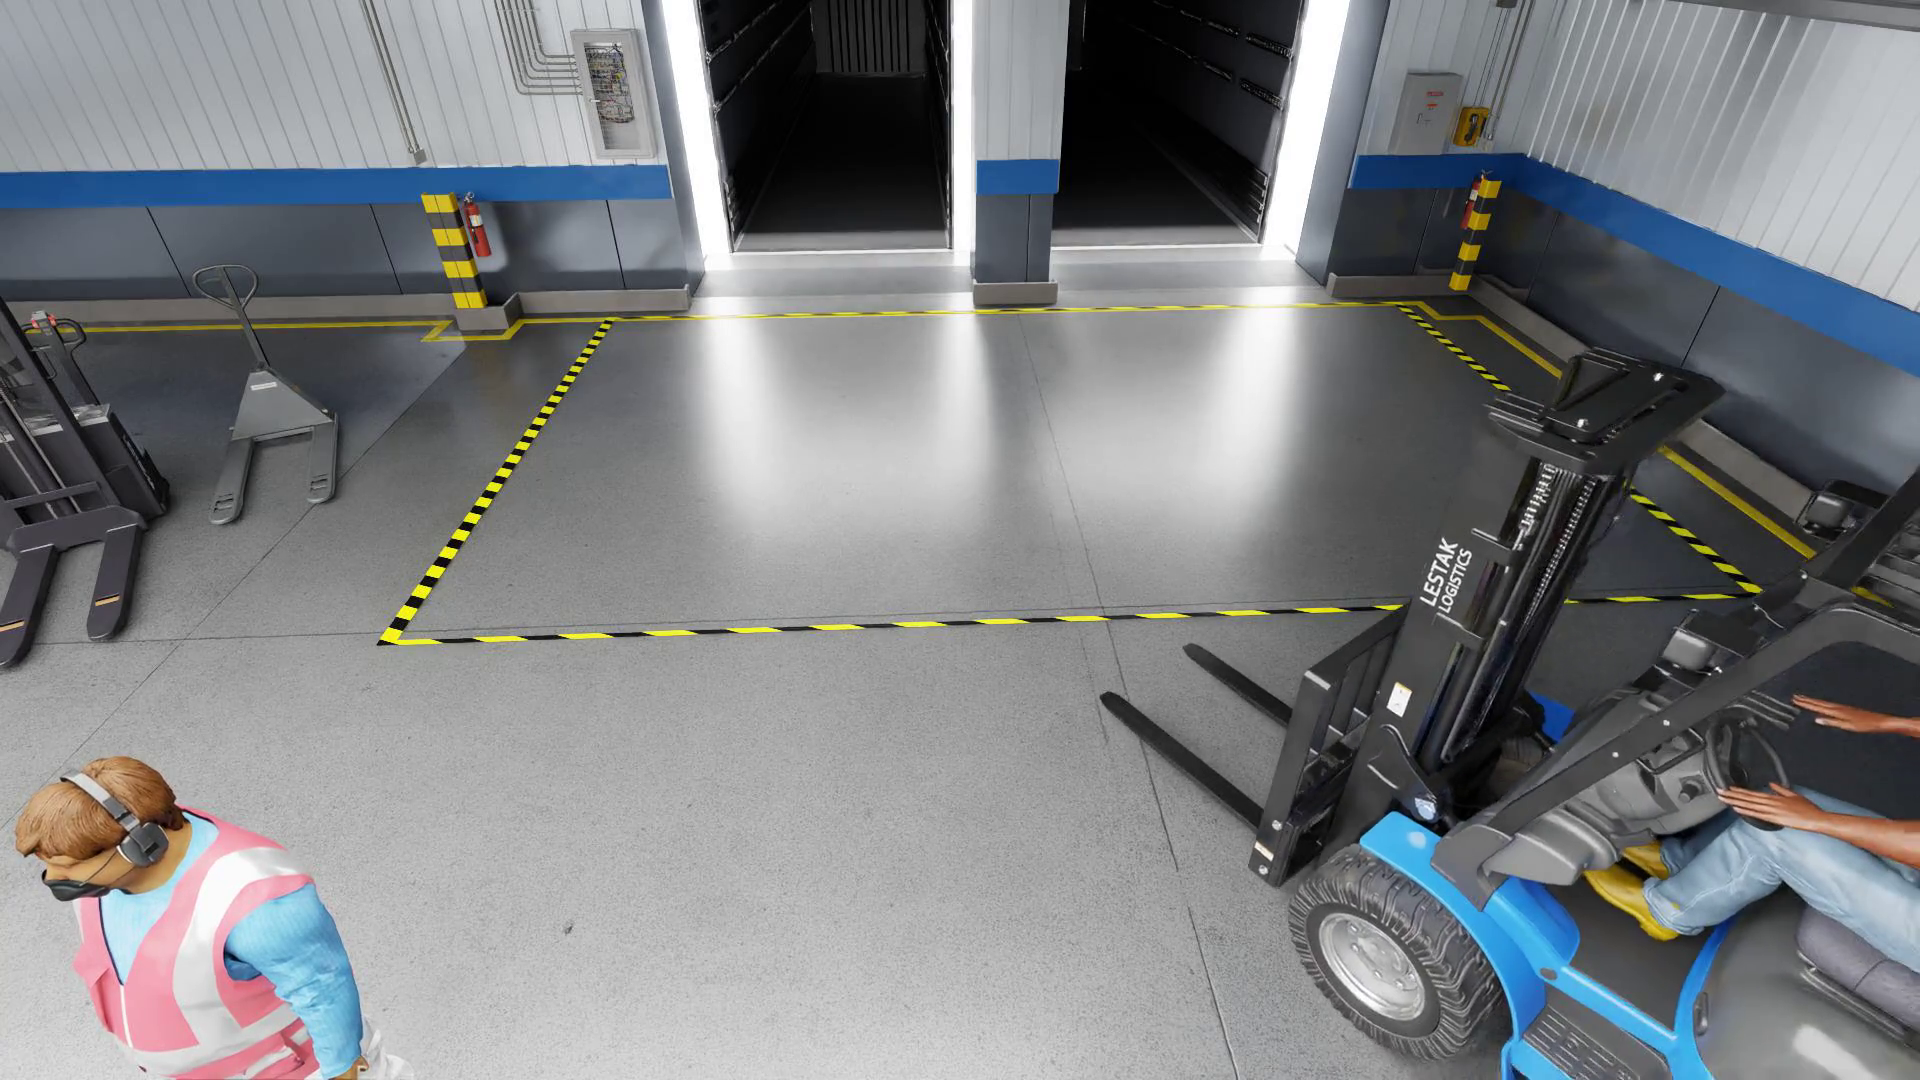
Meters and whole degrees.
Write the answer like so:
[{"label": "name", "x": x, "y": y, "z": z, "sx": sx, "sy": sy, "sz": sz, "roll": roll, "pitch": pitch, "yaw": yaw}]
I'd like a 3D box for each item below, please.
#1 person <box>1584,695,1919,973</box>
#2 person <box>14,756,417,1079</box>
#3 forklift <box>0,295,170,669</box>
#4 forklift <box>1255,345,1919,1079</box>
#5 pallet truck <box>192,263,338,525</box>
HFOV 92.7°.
[{"label": "person", "x": 2.335, "y": 0.709, "z": 2.333, "sx": 0.635, "sy": 1.294, "sz": 1.004, "roll": -23, "pitch": 41, "yaw": -30}, {"label": "person", "x": -1.779, "y": 1.237, "z": 2.348, "sx": 0.626, "sy": 1.844, "sz": 0.429, "roll": 11, "pitch": 36, "yaw": 15}, {"label": "forklift", "x": -5.212, "y": -0.618, "z": 4.878, "sx": 0.823, "sy": 1.965, "sz": 1.885, "roll": -20, "pitch": 39, "yaw": -26}, {"label": "forklift", "x": 2.365, "y": 0.892, "z": 2.398, "sx": 1.157, "sy": 2.036, "sz": 2.680, "roll": -23, "pitch": 41, "yaw": -30}, {"label": "pallet truck", "x": -4.778, "y": -1.027, "z": 6.128, "sx": 0.680, "sy": 1.201, "sz": 1.601, "roll": -17, "pitch": 38, "yaw": -23}]
